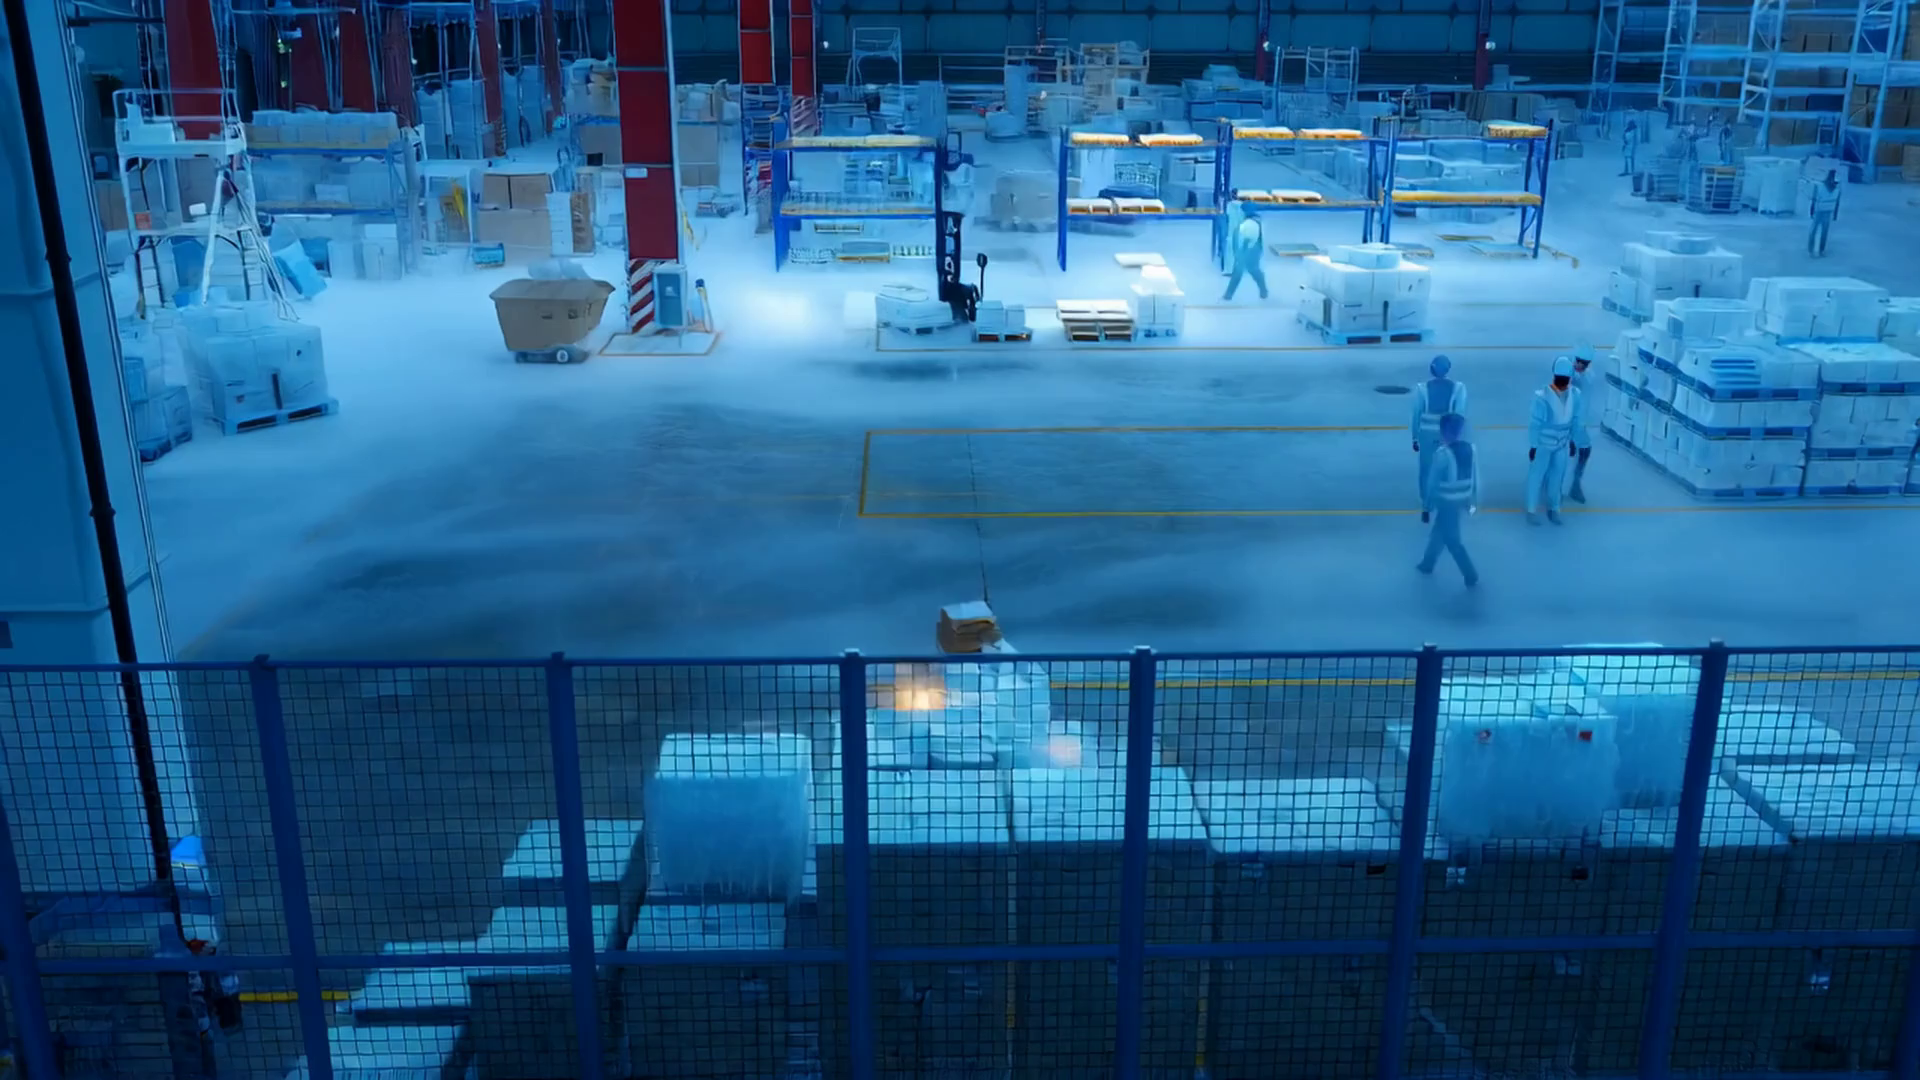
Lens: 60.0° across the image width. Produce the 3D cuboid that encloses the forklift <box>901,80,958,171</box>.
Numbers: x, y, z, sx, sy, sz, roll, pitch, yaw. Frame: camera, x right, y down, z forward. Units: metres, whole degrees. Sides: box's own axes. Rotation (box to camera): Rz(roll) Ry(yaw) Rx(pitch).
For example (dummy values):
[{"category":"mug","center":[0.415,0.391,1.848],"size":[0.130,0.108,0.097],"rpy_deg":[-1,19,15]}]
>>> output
[{"category":"forklift","center":[-0.976,-13.185,52.985],"size":[1.873,2.768,1.129],"rpy_deg":[-9,21,-26]}]

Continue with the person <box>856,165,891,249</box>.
[{"category":"person","center":[-1.934,-7.553,37.793],"size":[0.763,1.901,0.588],"rpy_deg":[2,19,7]}]

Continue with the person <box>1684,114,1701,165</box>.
[{"category":"person","center":[24.232,-13.217,54.943],"size":[0.525,1.670,0.805],"rpy_deg":[-3,19,-8]}]

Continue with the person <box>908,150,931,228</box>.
[{"category":"person","center":[-1.038,-8.647,40.985],"size":[0.642,1.922,0.655],"rpy_deg":[8,20,21]}]

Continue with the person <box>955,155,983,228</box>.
[{"category":"person","center":[0.152,-8.610,41.107],"size":[0.628,1.794,0.963],"rpy_deg":[16,24,39]}]

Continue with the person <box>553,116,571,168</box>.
[{"category":"person","center":[-13.004,-13.036,54.419],"size":[0.537,1.668,0.817],"rpy_deg":[4,19,10]}]

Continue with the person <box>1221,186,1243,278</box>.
[{"category":"person","center":[5.619,-6.335,34.246],"size":[0.334,1.861,0.497],"rpy_deg":[17,25,41]}]

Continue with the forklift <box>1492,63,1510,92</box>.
[{"category":"forklift","center":[20.676,-16.872,63.923],"size":[1.873,2.768,1.129],"rpy_deg":[-1,19,-1]}]

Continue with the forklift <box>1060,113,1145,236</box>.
[{"category":"forklift","center":[3.454,-8.849,40.123],"size":[1.873,2.768,1.129],"rpy_deg":[9,21,24]}]

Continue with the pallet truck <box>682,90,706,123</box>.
[{"category":"pallet truck","center":[-9.671,-15.907,62.421],"size":[0.823,1.965,1.885],"rpy_deg":[5,19,15]}]

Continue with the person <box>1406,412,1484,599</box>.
[{"category":"person","center":[4.925,-0.363,16.572],"size":[0.584,1.840,0.993],"rpy_deg":[-14,23,-36]}]

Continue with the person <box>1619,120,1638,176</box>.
[{"category":"person","center":[21.002,-12.306,52.201],"size":[0.541,1.696,0.315],"rpy_deg":[-11,21,-29]}]

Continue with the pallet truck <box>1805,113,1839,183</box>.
[{"category":"pallet truck","center":[26.403,-11.957,50.702],"size":[0.823,1.965,1.885],"rpy_deg":[6,19,16]}]

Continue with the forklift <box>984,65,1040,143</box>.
[{"category":"forklift","center":[1.948,-16.471,62.733],"size":[1.873,2.768,1.129],"rpy_deg":[-7,20,-19]}]

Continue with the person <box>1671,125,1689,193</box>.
[{"category":"person","center":[20.740,-10.961,47.900],"size":[0.656,1.892,0.994],"rpy_deg":[-10,21,-27]}]

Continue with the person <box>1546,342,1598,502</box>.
[{"category":"person","center":[7.179,-1.360,19.398],"size":[0.562,1.917,0.607],"rpy_deg":[-7,20,-19]}]

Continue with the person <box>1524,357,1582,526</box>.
[{"category":"person","center":[6.634,-1.098,18.588],"size":[0.601,1.940,0.415],"rpy_deg":[-5,19,-14]}]

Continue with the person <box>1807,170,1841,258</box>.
[{"category":"person","center":[19.074,-7.210,36.742],"size":[0.593,1.920,0.391],"rpy_deg":[-1,19,-2]}]

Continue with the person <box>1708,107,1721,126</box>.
[{"category":"person","center":[26.796,-14.534,58.951],"size":[0.835,1.593,0.536],"rpy_deg":[-3,19,-8]}]

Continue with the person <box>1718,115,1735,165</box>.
[{"category":"person","center":[23.582,-12.106,51.263],"size":[0.391,1.929,0.551],"rpy_deg":[8,20,22]}]

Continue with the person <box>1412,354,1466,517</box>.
[{"category":"person","center":[5.460,-1.201,19.039],"size":[0.576,1.849,0.923],"rpy_deg":[5,19,15]}]

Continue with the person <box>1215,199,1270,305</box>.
[{"category":"person","center":[5.410,-5.428,31.266],"size":[1.044,2.000,0.693],"rpy_deg":[11,21,29]}]

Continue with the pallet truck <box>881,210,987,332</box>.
[{"category":"pallet truck","center":[-0.493,-4.759,29.349],"size":[1.885,1.965,0.823],"rpy_deg":[-13,23,-34]}]
